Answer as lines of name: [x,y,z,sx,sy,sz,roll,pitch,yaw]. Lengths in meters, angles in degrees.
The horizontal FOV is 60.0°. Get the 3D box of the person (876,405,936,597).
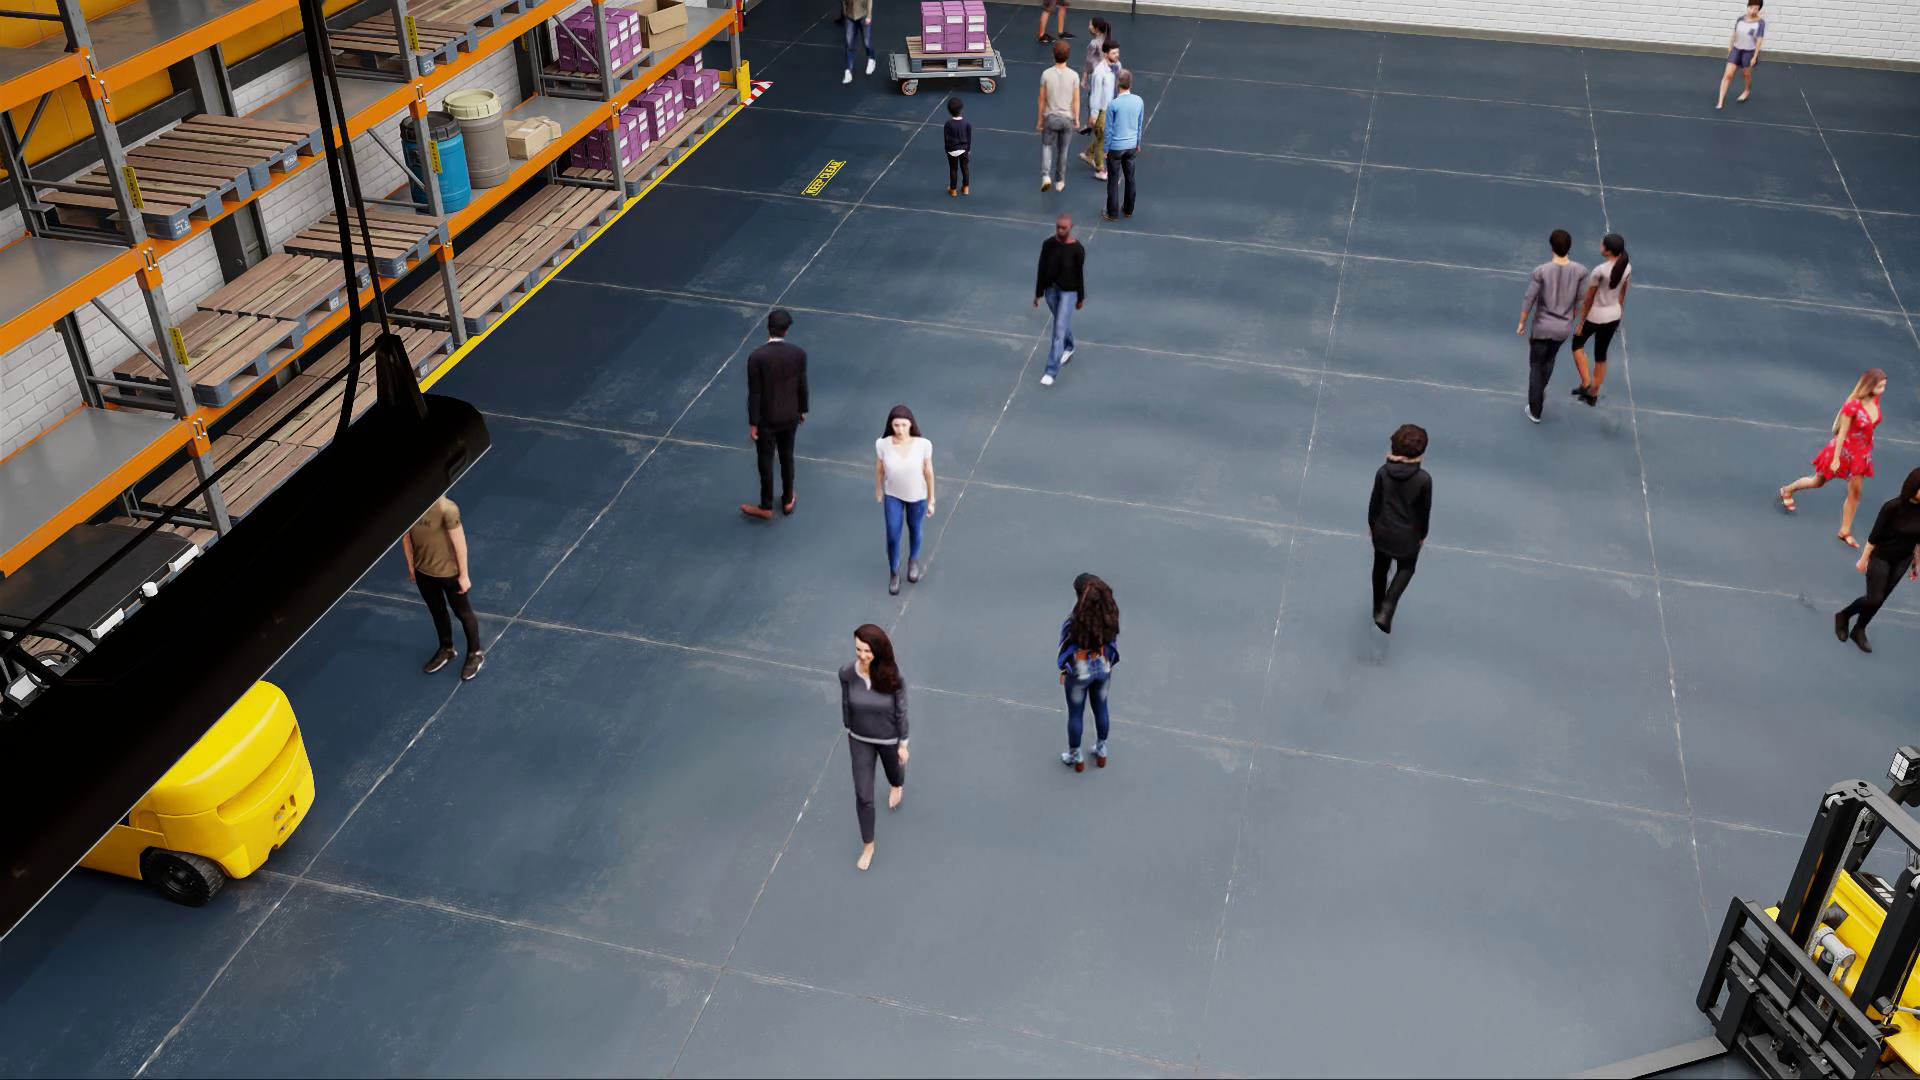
person: [-0.431,-0.390,13.450,0.729,1.667,0.798,-2,34,-3]

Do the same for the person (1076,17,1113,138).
person: [1.885,-6.025,21.951,0.949,1.641,1.109,24,40,31]

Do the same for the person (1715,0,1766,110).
person: [10.997,-6.833,23.275,0.885,1.521,1.124,28,43,35]

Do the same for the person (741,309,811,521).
person: [-1.581,-1.036,14.262,0.942,1.842,0.990,-26,41,-33]

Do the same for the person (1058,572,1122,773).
person: [0.890,0.910,11.539,0.698,1.616,0.731,-12,35,-18]

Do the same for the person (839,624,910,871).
person: [-0.521,1.247,10.920,0.731,1.741,1.109,3,34,4]

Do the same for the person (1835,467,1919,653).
person: [7.068,0.102,12.739,0.677,1.633,0.721,-6,34,-8]

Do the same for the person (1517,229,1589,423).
person: [5.604,-1.972,15.692,0.826,1.817,0.988,3,34,4]

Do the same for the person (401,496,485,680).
person: [-3.872,0.205,12.388,0.667,1.851,0.553,10,35,14]

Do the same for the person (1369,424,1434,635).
person: [3.362,-0.040,12.835,0.752,1.764,0.941,17,37,24]

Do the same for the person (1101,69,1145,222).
person: [1.935,-4.710,19.817,0.742,1.812,0.780,-14,36,-20]

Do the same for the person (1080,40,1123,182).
person: [1.774,-5.428,20.915,0.931,1.792,0.913,19,38,27]

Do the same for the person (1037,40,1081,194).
person: [1.208,-5.136,20.392,0.745,1.886,0.884,3,34,5]

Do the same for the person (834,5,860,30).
person: [-1.829,-9.033,26.351,0.784,1.780,0.856,-22,39,-29]

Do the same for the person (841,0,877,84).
person: [-1.438,-7.667,24.240,0.685,1.842,1.097,9,35,13]

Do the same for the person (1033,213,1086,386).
person: [1.025,-2.461,16.535,0.778,1.700,1.212,16,37,22]

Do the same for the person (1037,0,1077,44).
person: [1.385,-8.592,25.642,0.760,1.830,0.778,7,34,10]

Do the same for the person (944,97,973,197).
person: [-0.024,-4.869,20.591,0.575,1.221,0.599,-8,34,-12]

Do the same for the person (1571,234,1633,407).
person: [6.167,-2.060,15.905,0.767,1.729,0.777,-8,34,-11]

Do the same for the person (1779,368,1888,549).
person: [7.441,-0.763,14.109,0.977,1.557,1.119,-12,36,-18]
